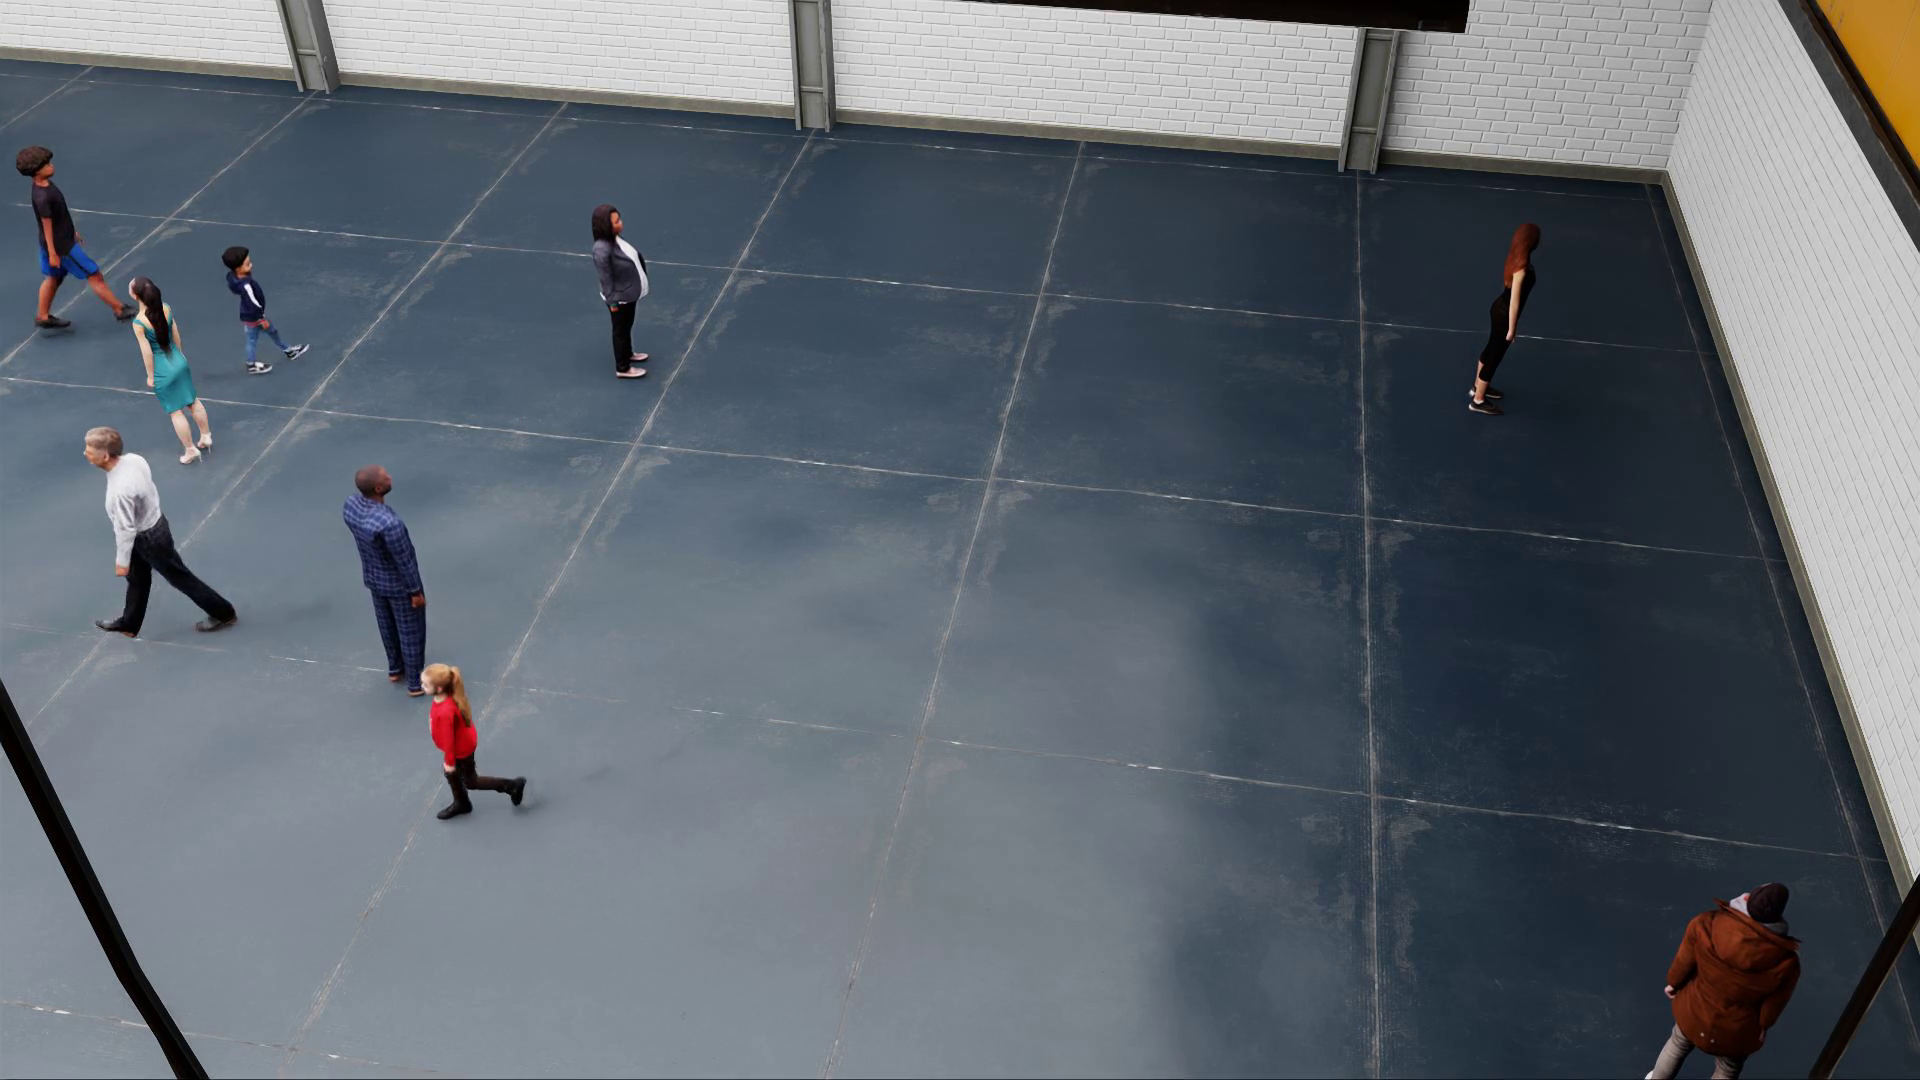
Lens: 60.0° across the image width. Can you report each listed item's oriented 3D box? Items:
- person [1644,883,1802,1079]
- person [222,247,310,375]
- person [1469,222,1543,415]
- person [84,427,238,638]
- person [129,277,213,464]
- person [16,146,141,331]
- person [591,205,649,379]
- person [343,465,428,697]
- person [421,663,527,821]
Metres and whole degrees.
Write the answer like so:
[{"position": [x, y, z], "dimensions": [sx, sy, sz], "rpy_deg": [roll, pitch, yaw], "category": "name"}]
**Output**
[{"position": [3.865, 2.380, 8.442], "dimensions": [0.795, 1.838, 0.890], "rpy_deg": [26, 45, 29], "category": "person"}, {"position": [-6.187, -1.971, 14.402], "dimensions": [0.863, 1.200, 0.735], "rpy_deg": [-12, 40, -15], "category": "person"}, {"position": [4.535, -1.868, 13.853], "dimensions": [0.503, 1.724, 0.542], "rpy_deg": [6, 39, 8], "category": "person"}, {"position": [-5.515, -0.014, 11.496], "dimensions": [1.268, 1.768, 1.040], "rpy_deg": [-12, 40, -15], "category": "person"}, {"position": [-6.301, -1.357, 13.246], "dimensions": [0.547, 1.682, 0.581], "rpy_deg": [13, 40, 16], "category": "person"}, {"position": [-8.085, -2.601, 14.752], "dimensions": [1.236, 1.748, 1.074], "rpy_deg": [-18, 42, -21], "category": "person"}, {"position": [-2.941, -2.148, 14.307], "dimensions": [0.718, 1.595, 0.717], "rpy_deg": [-1, 39, -2], "category": "person"}, {"position": [-3.800, 0.266, 11.107], "dimensions": [0.701, 1.817, 0.815], "rpy_deg": [28, 46, 30], "category": "person"}, {"position": [-3.054, 1.259, 10.304], "dimensions": [0.868, 1.267, 0.748], "rpy_deg": [-15, 41, -18], "category": "person"}]
